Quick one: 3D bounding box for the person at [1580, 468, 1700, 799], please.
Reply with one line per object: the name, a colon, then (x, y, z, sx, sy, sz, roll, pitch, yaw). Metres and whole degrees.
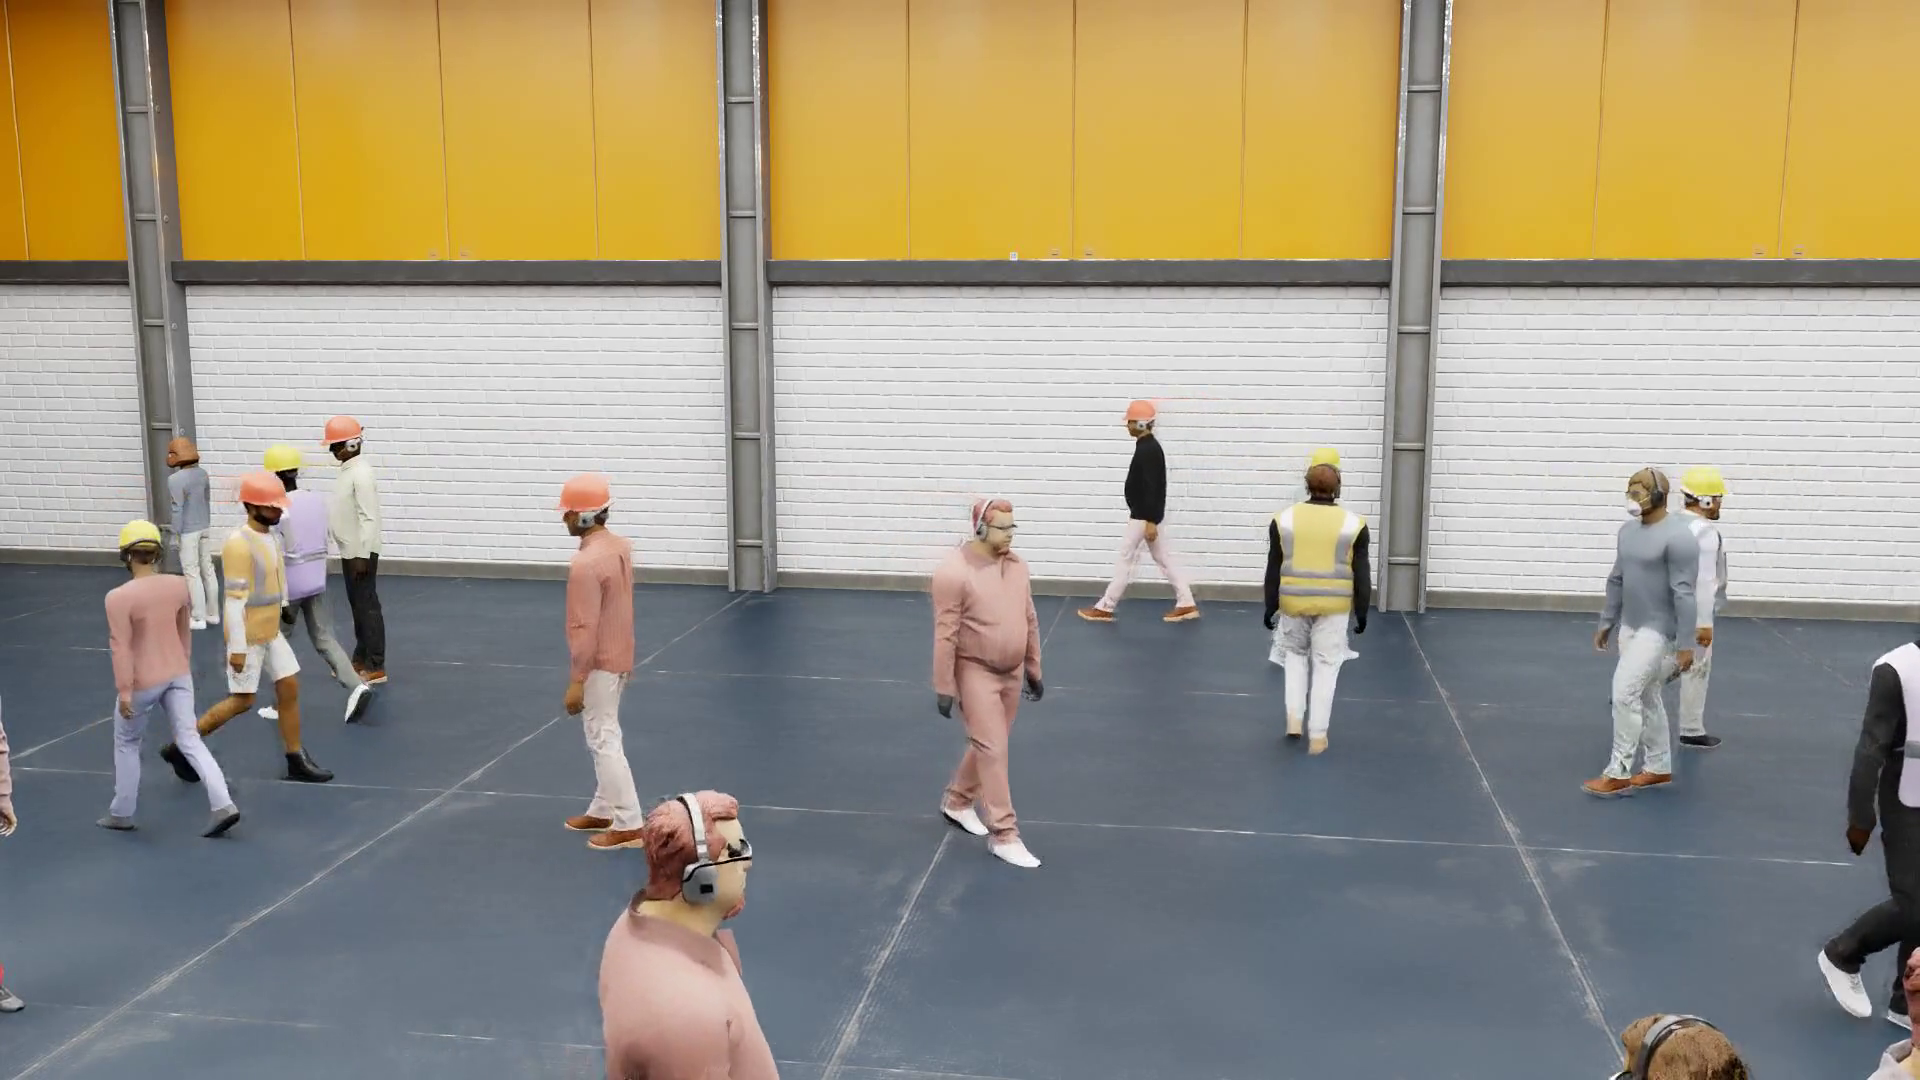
person: (3.850, 0.539, 9.578, 0.801, 1.906, 0.650, -1, 9, -8)

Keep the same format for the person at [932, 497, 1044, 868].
person: (0.162, 0.714, 8.707, 0.846, 1.889, 0.662, 9, 13, 43)

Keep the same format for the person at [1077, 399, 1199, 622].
person: (1.590, -0.242, 14.311, 1.045, 1.942, 0.644, 2, 9, 11)

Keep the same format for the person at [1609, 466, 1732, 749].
person: (4.539, 0.432, 10.519, 0.590, 1.821, 0.600, 0, 9, 0)

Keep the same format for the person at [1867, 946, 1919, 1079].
person: (1.729, 1.615, 2.946, 0.639, 1.911, 0.406, -6, 11, -34)

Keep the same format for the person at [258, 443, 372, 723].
person: (-4.366, 0.301, 11.106, 0.829, 1.899, 0.587, 5, 10, 28)

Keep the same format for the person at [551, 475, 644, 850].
person: (-1.898, 0.647, 8.755, 0.551, 1.986, 0.646, 1, 9, 6)

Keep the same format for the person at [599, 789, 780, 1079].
person: (-0.586, 1.493, 3.738, 0.446, 1.893, 0.649, -2, 9, -13)

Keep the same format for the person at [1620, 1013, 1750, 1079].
person: (1.174, 1.682, 2.899, 0.551, 1.793, 0.789, -4, 10, -22)

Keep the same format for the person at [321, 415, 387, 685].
person: (-4.442, 0.074, 12.207, 0.388, 1.987, 0.608, -6, 11, -32)

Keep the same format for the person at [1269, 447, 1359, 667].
person: (2.718, 0.132, 12.730, 0.879, 1.701, 0.491, -8, 12, -41)

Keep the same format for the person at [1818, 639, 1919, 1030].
person: (3.762, 1.038, 6.528, 0.633, 1.898, 0.458, -4, 10, -22)

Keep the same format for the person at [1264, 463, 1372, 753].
person: (2.281, 0.417, 10.571, 0.658, 1.824, 0.560, 3, 10, 19)

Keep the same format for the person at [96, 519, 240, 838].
person: (-4.266, 0.747, 8.906, 0.886, 1.725, 0.531, 4, 10, 24)

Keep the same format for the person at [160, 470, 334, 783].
person: (-4.209, 0.525, 9.740, 0.870, 1.898, 0.588, 0, 9, 1)

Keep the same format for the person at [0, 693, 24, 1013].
person: (-4.020, 1.096, 6.615, 0.351, 1.756, 0.518, 5, 10, 27)

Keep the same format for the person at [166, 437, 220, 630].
person: (-6.522, -0.055, 14.091, 0.282, 1.631, 0.503, 1, 9, 9)
